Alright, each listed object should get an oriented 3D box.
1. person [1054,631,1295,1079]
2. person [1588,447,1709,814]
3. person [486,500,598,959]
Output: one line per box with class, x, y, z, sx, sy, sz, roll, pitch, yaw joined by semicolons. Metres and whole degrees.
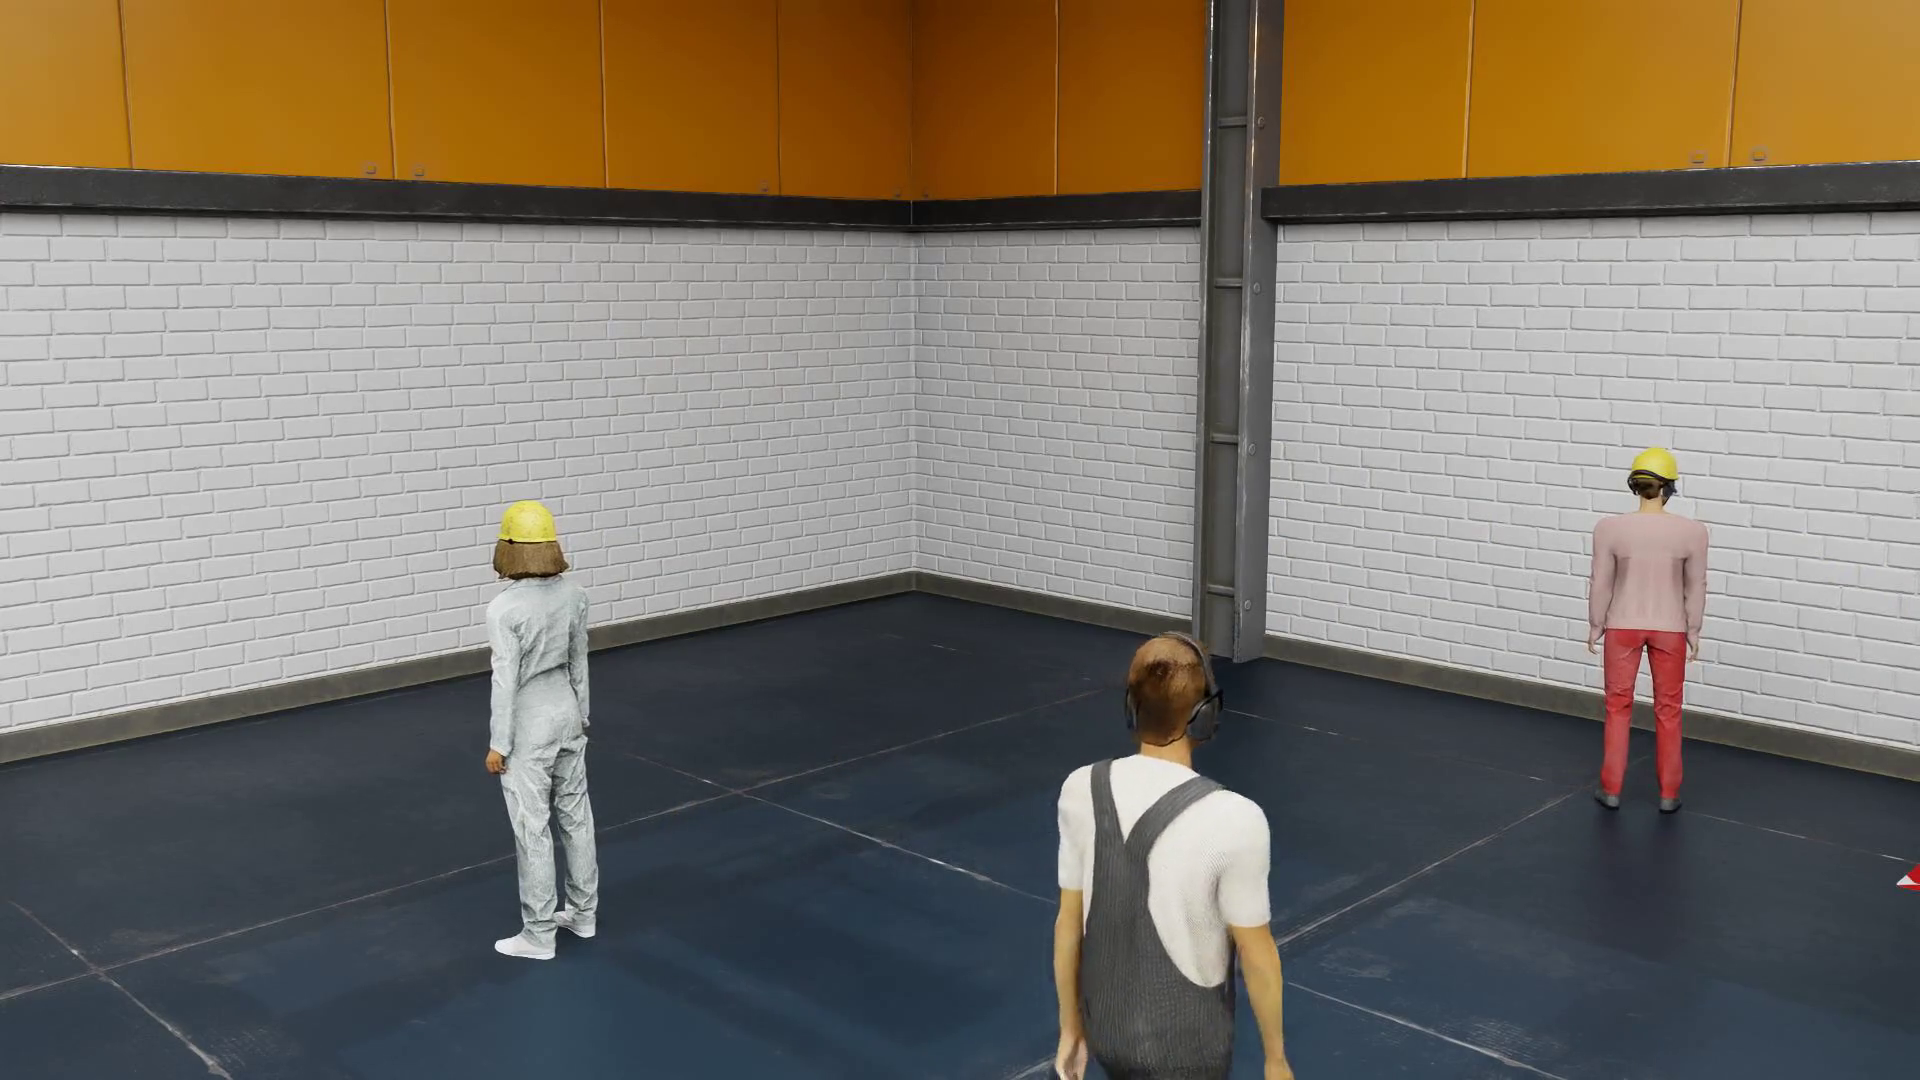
person;0.481;1.103;3.700;0.513;1.829;0.479;9;13;44
person;3.286;0.435;7.993;0.526;1.765;0.329;3;10;18
person;-1.614;0.715;6.336;0.305;1.743;0.494;5;11;30
